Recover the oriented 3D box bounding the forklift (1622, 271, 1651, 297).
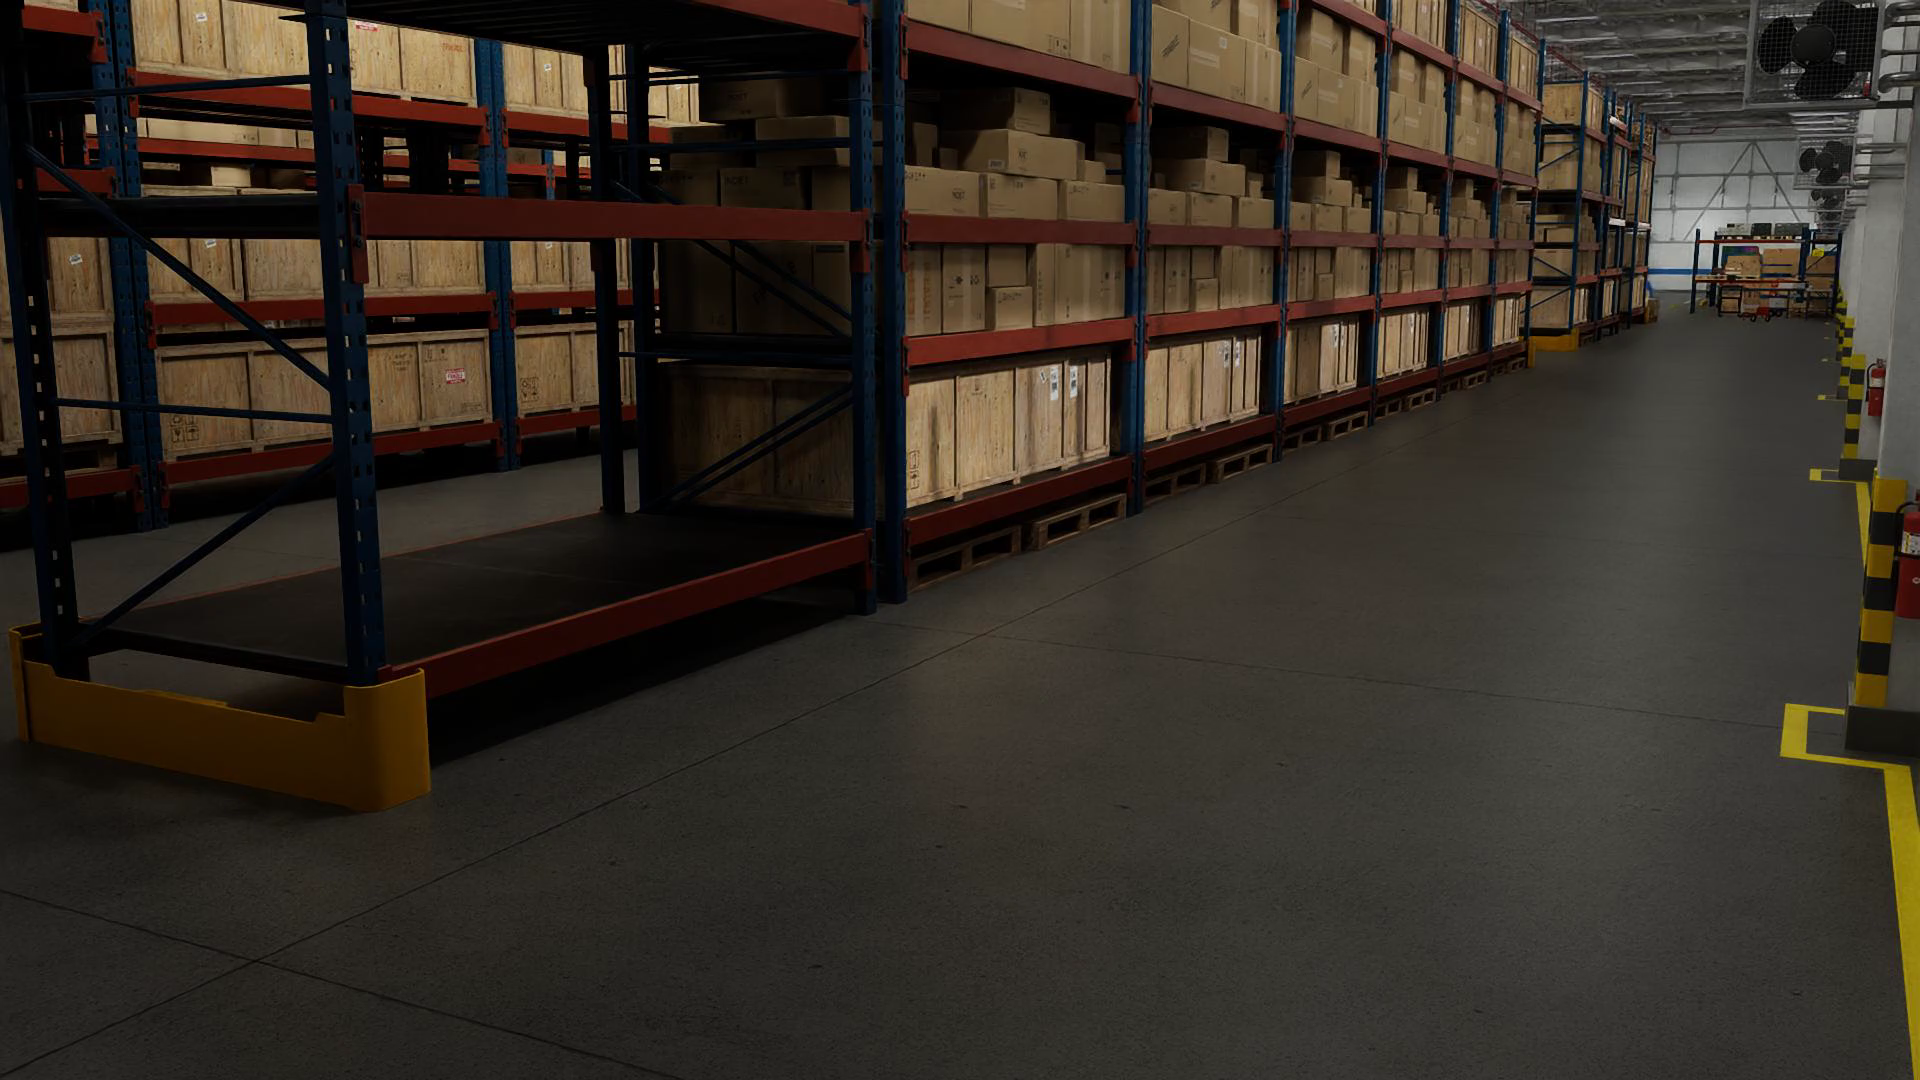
[{"bbox_3d":[25.439,-10.233,63.591,1.873,2.768,1.129,5,11,27],"label":"forklift"}]
